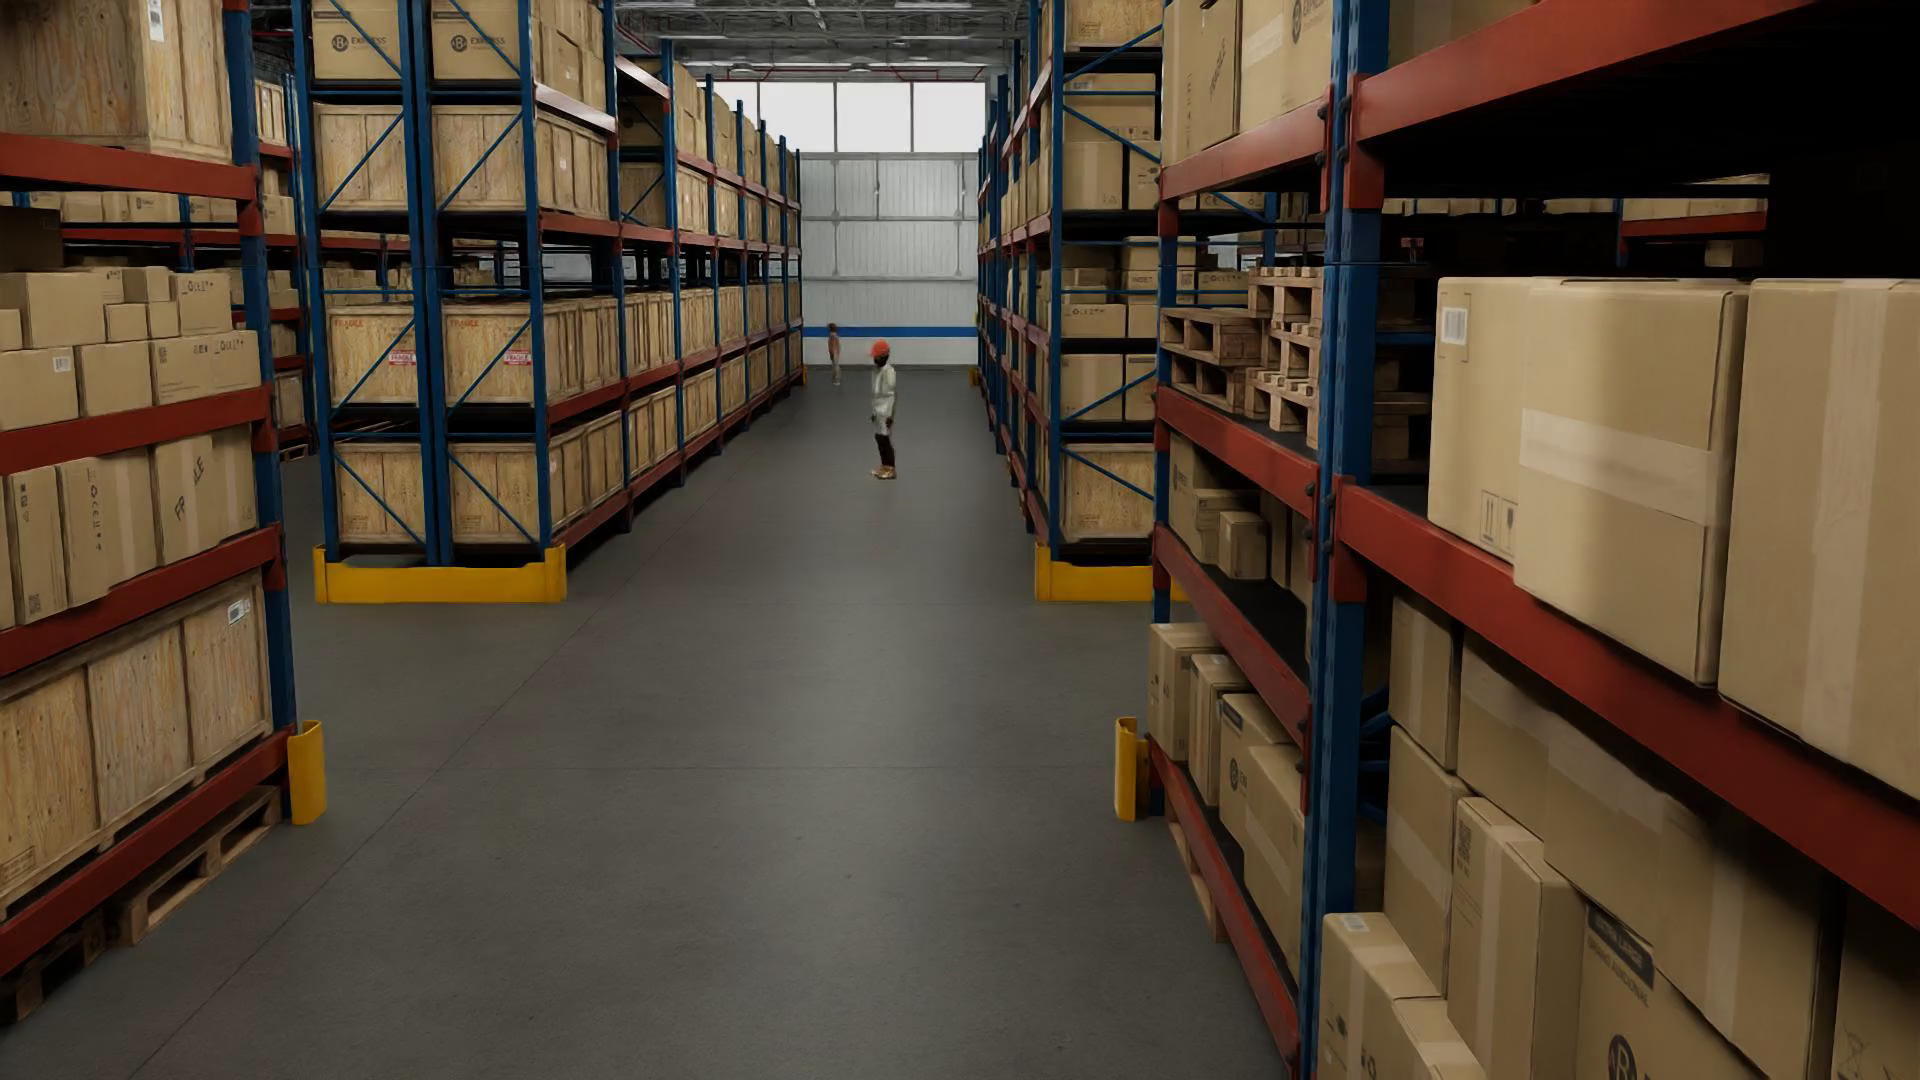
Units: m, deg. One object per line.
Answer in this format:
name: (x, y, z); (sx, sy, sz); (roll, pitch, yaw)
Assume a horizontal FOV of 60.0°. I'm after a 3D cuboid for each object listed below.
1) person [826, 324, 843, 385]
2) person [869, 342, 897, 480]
person: (-3.294, -4.837, 43.401); (0.526, 1.608, 0.515); (2, 9, 9)
person: (-1.160, -1.857, 23.984); (0.421, 1.999, 0.798); (-4, 10, -24)
